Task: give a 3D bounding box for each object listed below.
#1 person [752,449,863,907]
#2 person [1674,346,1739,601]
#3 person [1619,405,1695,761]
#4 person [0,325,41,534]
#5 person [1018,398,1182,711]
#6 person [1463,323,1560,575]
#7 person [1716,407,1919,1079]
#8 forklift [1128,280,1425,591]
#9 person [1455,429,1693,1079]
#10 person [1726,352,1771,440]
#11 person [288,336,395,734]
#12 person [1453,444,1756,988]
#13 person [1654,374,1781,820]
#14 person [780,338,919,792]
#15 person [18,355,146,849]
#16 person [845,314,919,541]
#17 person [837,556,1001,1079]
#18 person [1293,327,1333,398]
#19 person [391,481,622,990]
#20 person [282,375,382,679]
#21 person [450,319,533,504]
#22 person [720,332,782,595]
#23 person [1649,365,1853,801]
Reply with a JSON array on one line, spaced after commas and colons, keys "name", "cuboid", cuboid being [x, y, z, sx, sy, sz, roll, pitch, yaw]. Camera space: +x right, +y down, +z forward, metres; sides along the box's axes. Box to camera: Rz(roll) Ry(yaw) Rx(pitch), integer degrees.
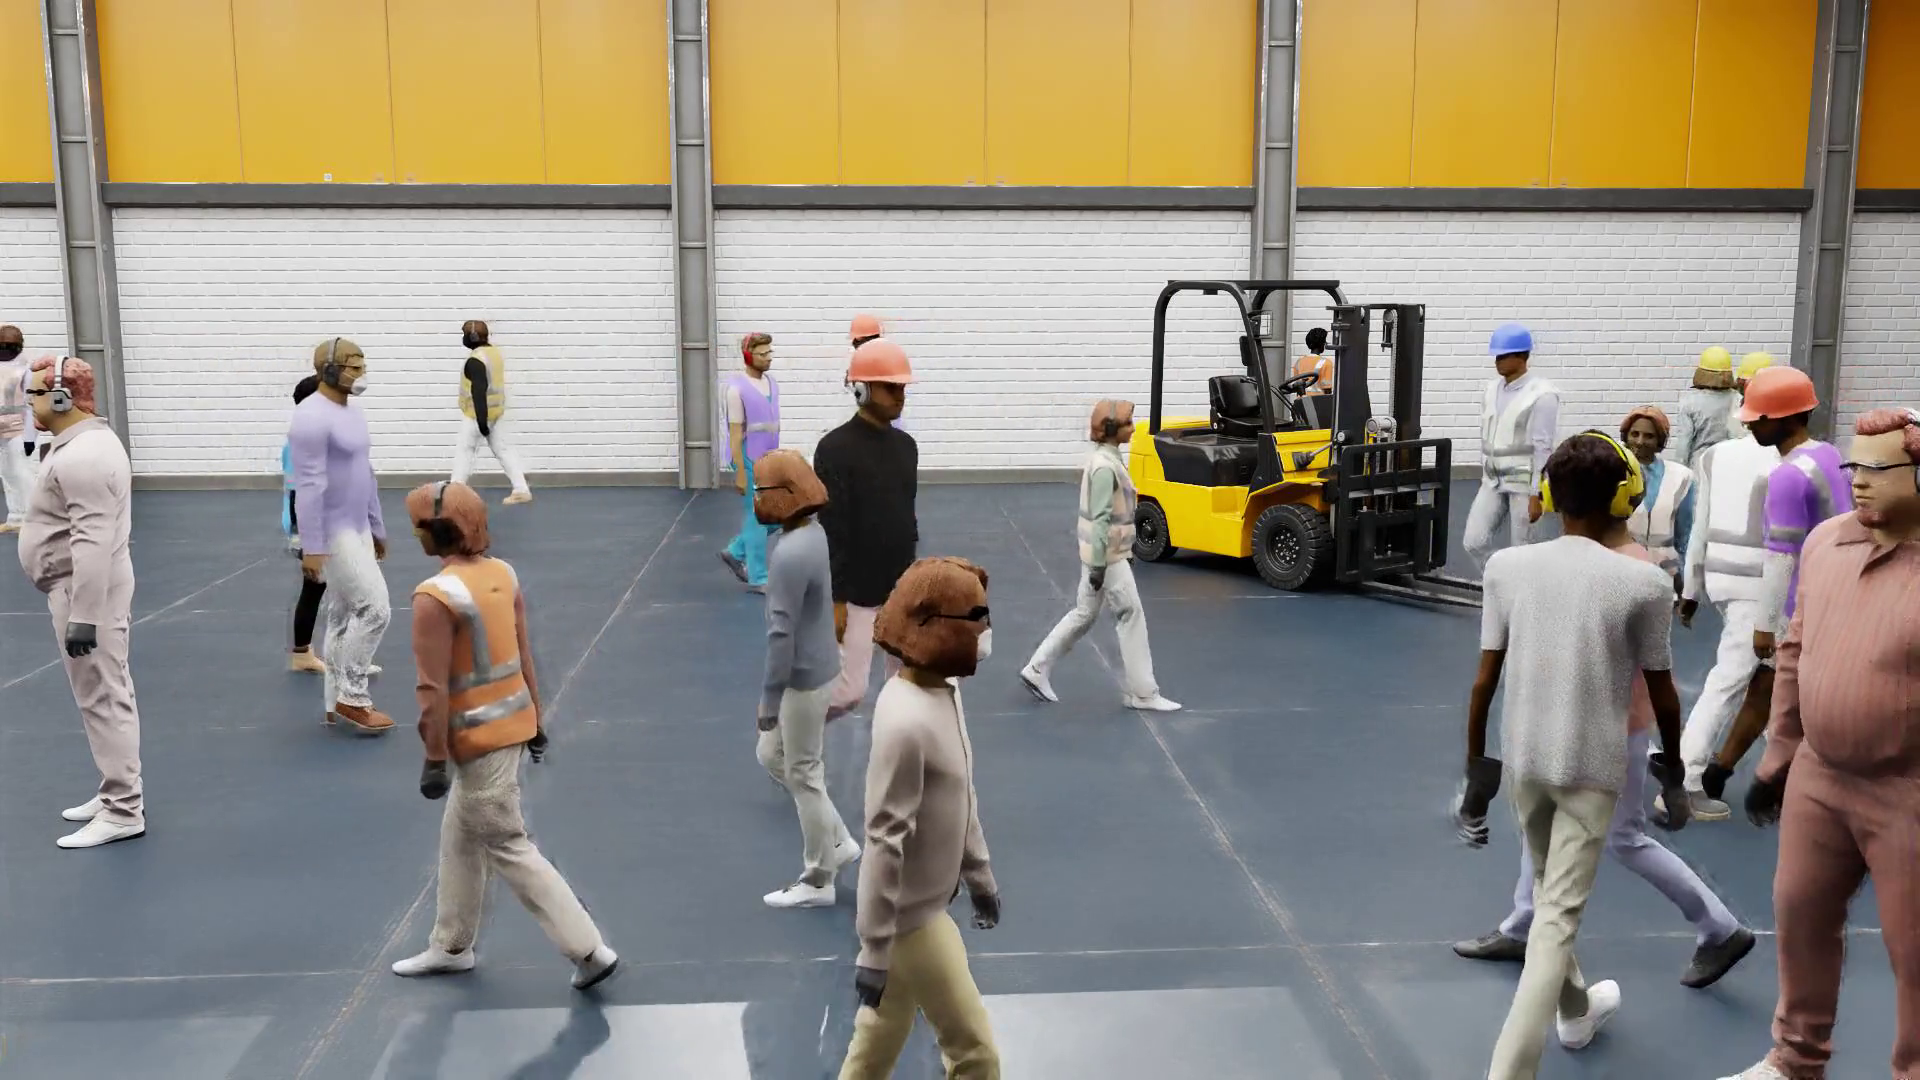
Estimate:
[{"name": "person", "cuboid": [-0.577, 0.491, 5.776, 0.342, 1.615, 0.518, 0, 9, 2]}, {"name": "person", "cuboid": [4.996, -0.416, 11.098, 0.487, 1.746, 0.287, 0, 9, 2]}, {"name": "person", "cuboid": [3.048, 0.205, 7.537, 0.518, 1.636, 0.312, 0, 9, 0]}, {"name": "person", "cuboid": [-7.992, -0.896, 13.967, 0.776, 1.810, 0.433, 5, 10, 26]}, {"name": "person", "cuboid": [0.695, 0.073, 8.470, 0.805, 1.611, 0.519, 0, 9, 3]}, {"name": "person", "cuboid": [3.309, -0.331, 9.968, 0.488, 1.925, 0.650, -4, 10, -24]}, {"name": "person", "cuboid": [2.266, 0.620, 4.168, 0.482, 1.896, 0.700, -3, 10, -20]}, {"name": "forklift", "cuboid": [2.301, -0.860, 12.475, 1.214, 2.155, 2.313, -6, 11, -35]}, {"name": "person", "cuboid": [1.617, 0.618, 4.404, 1.033, 1.806, 0.505, -9, 13, -44]}, {"name": "person", "cuboid": [5.180, -0.375, 10.905, 0.539, 1.715, 0.556, -3, 10, -21]}, {"name": "person", "cuboid": [-2.880, -0.008, 7.974, 0.546, 1.922, 0.665, 0, 9, 0]}, {"name": "person", "cuboid": [2.042, 0.544, 5.140, 0.809, 1.723, 0.529, 1, 9, 7]}, {"name": "person", "cuboid": [3.291, 0.220, 6.870, 1.019, 1.826, 0.617, -2, 9, -12]}, {"name": "person", "cuboid": [-0.409, 0.170, 6.726, 0.835, 1.973, 0.624, 7, 12, 39]}, {"name": "person", "cuboid": [-3.431, 0.236, 6.496, 0.403, 1.906, 0.651, -4, 10, -23]}, {"name": "person", "cuboid": [-0.762, -0.893, 13.640, 0.944, 1.887, 0.602, -4, 10, -25]}, {"name": "person", "cuboid": [0.018, 0.831, 3.686, 0.770, 1.595, 0.524, 1, 9, 6]}, {"name": "person", "cuboid": [3.574, -1.300, 16.825, 0.319, 1.695, 0.533, -5, 10, -27]}, {"name": "person", "cuboid": [-1.396, 0.609, 5.098, 0.757, 1.602, 0.516, 1, 9, 6]}, {"name": "person", "cuboid": [-3.412, -0.061, 9.091, 0.671, 1.669, 0.553, -1, 9, -5]}, {"name": "person", "cuboid": [-4.590, -1.211, 15.950, 0.926, 1.804, 0.629, 1, 9, 8]}, {"name": "person", "cuboid": [-1.433, -0.524, 11.506, 0.475, 1.826, 0.586, 4, 10, 23]}, {"name": "person", "cuboid": [3.359, 0.237, 6.633, 0.980, 1.857, 0.612, 7, 11, 36]}]
